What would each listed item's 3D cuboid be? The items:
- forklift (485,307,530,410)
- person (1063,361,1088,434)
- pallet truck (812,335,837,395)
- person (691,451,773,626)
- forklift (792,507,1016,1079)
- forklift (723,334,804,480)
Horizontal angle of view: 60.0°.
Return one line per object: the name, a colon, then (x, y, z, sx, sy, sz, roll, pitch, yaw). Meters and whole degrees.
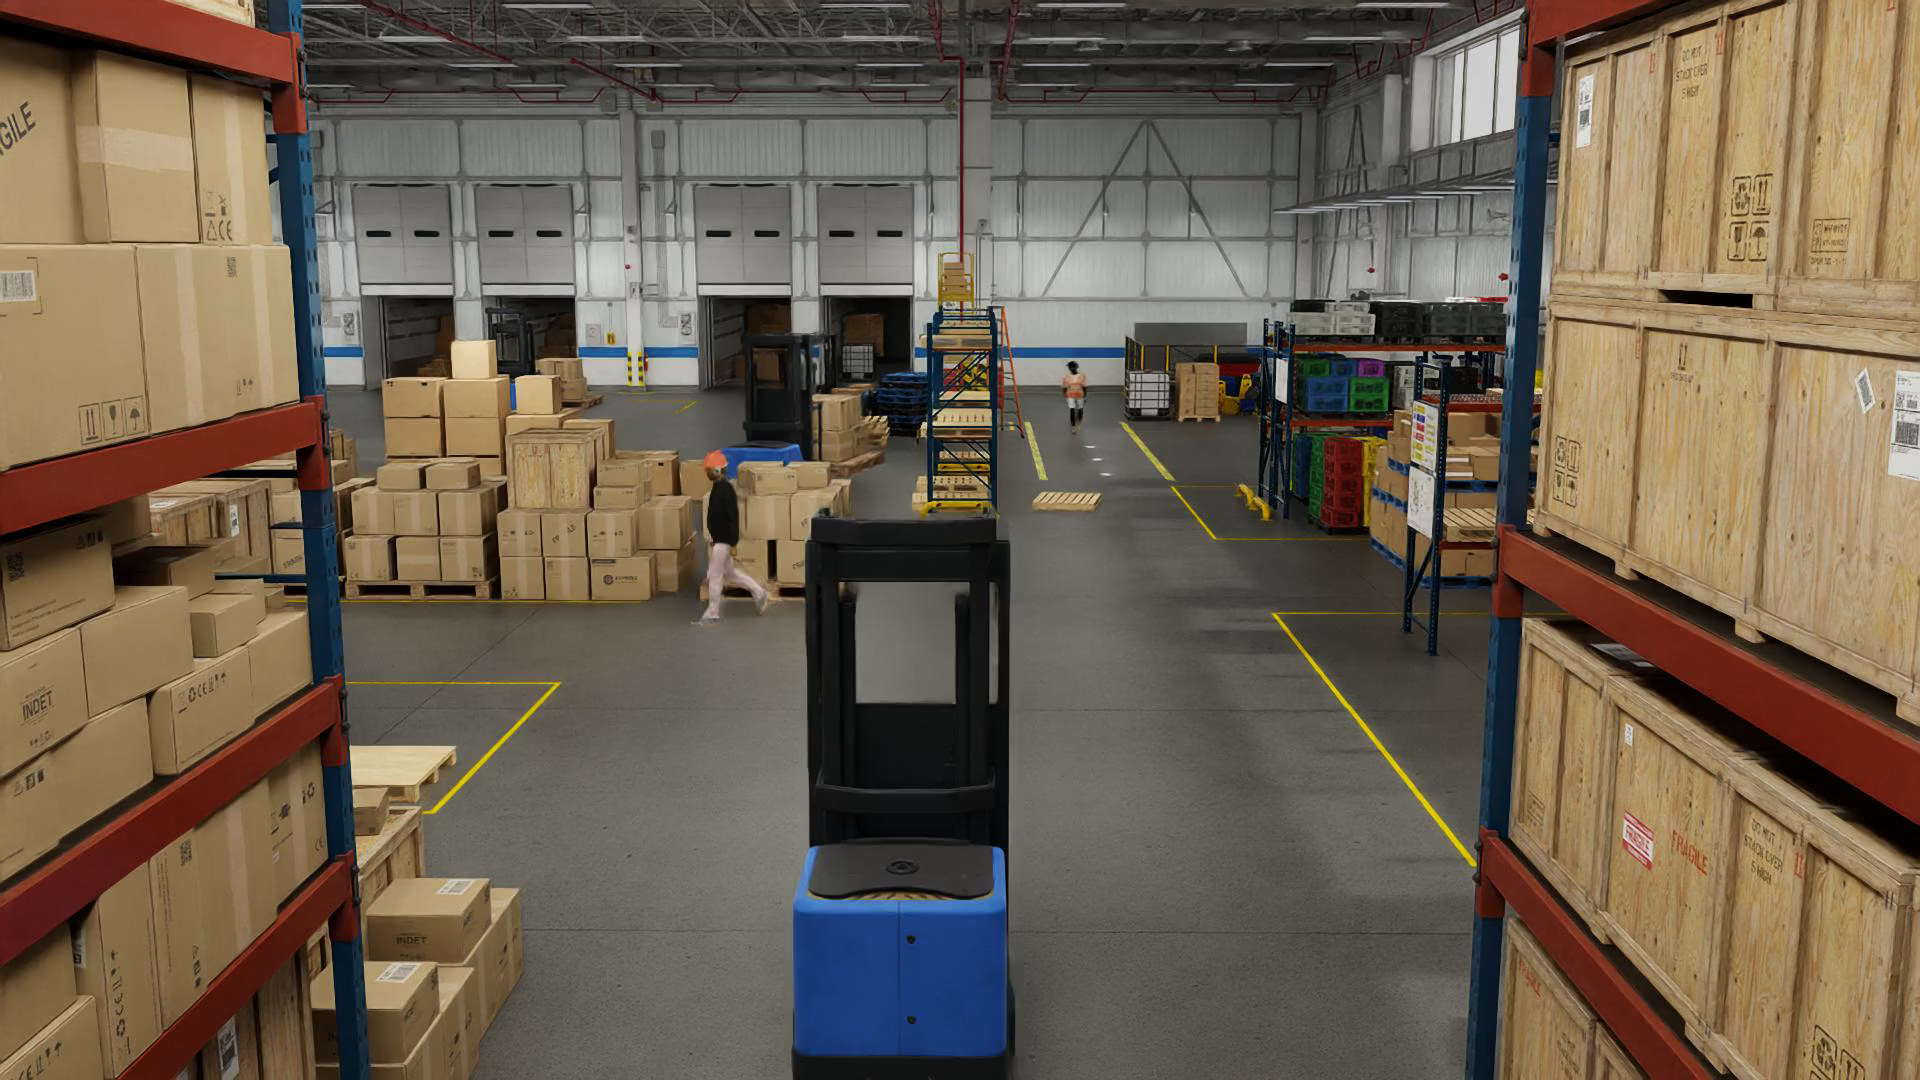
forklift: (-10.754, -4.150, 39.646, 1.129, 2.768, 1.873, 0, 10, 1)
person: (2.637, -3.258, 37.999, 0.564, 1.667, 0.482, 0, 10, 2)
pallet truck: (-3.021, -4.312, 43.126, 1.885, 1.965, 0.823, 3, 10, 17)
person: (-2.554, -0.030, 18.546, 0.897, 1.964, 0.619, -4, 10, -20)
forklift: (-0.280, 1.221, 8.659, 1.129, 2.768, 1.873, 0, 10, 1)
forklift: (-3.008, -1.909, 26.713, 1.129, 2.768, 1.873, 3, 10, 15)
